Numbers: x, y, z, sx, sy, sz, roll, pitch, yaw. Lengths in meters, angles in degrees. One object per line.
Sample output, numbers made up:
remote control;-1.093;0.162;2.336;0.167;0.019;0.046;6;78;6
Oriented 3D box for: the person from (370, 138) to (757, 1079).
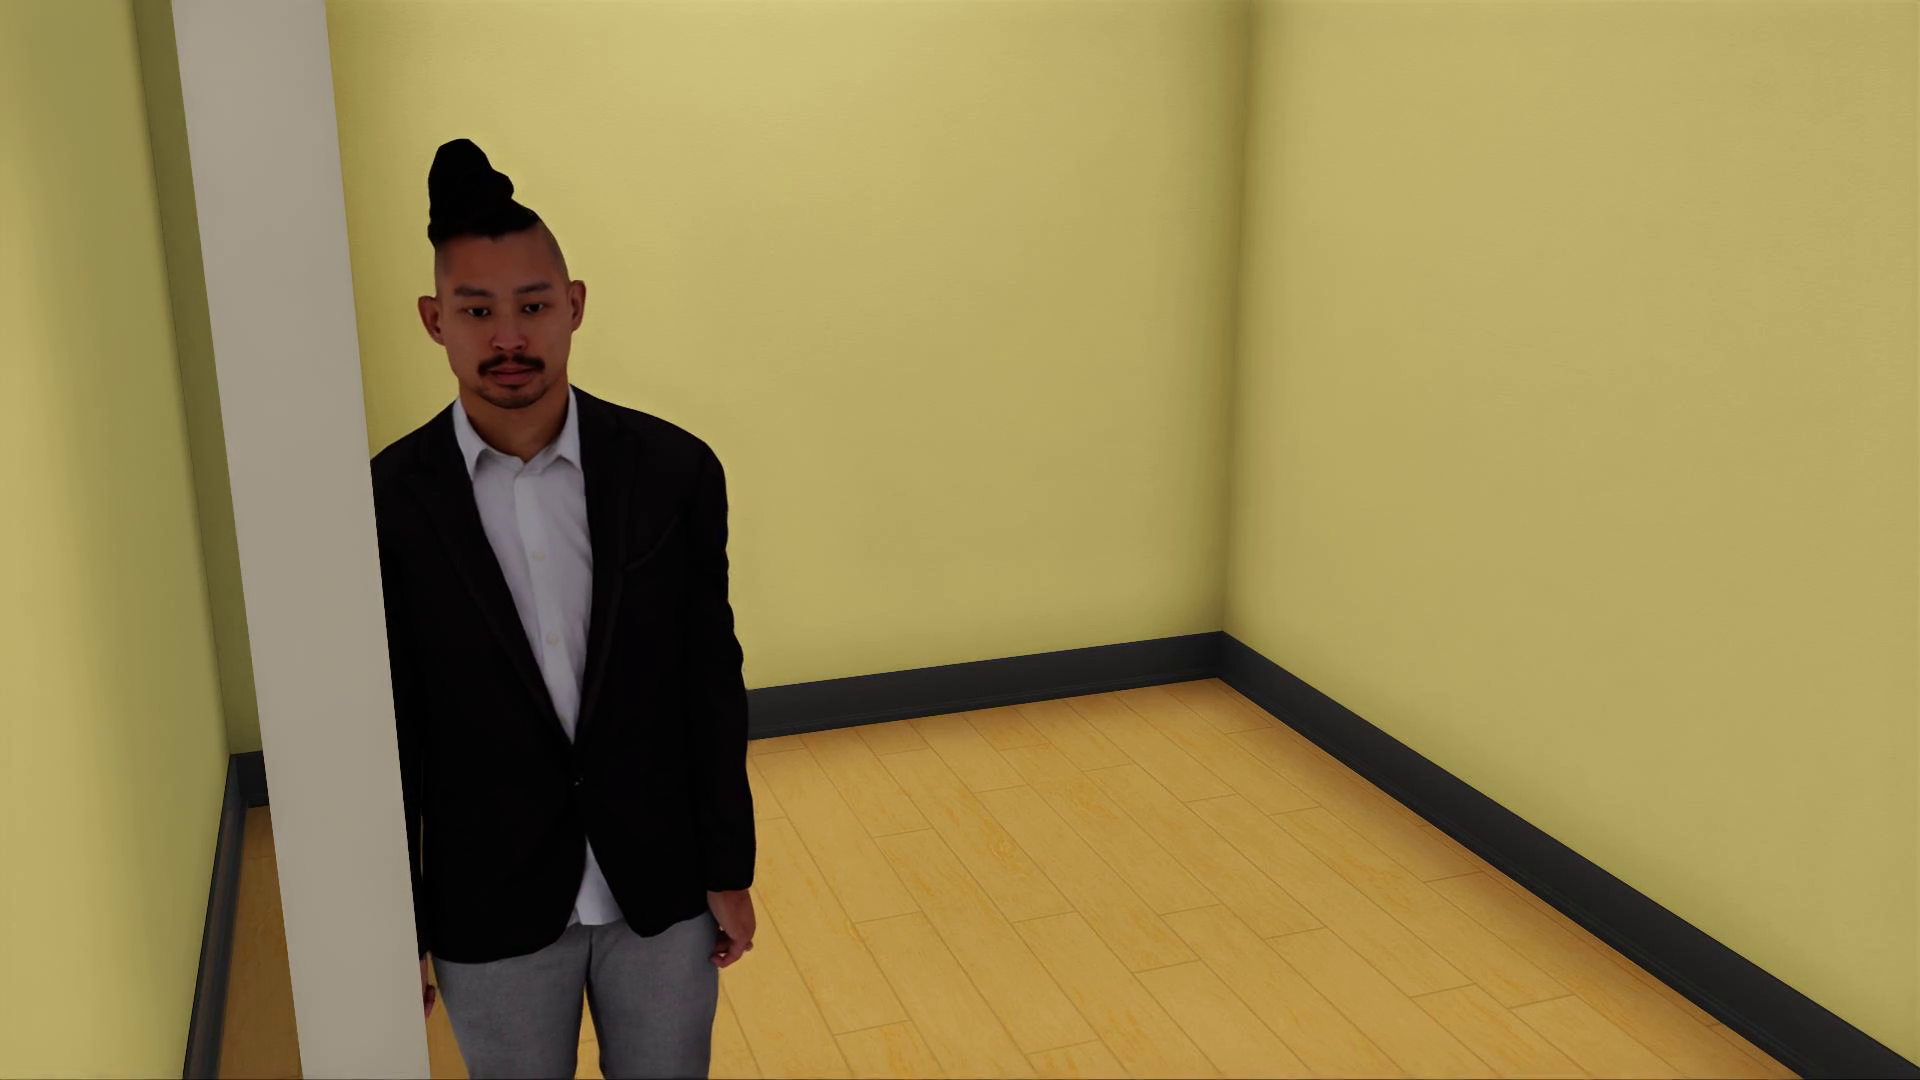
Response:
person;-0.559;0.432;2.346;0.520;1.952;0.758;-6;17;-20
